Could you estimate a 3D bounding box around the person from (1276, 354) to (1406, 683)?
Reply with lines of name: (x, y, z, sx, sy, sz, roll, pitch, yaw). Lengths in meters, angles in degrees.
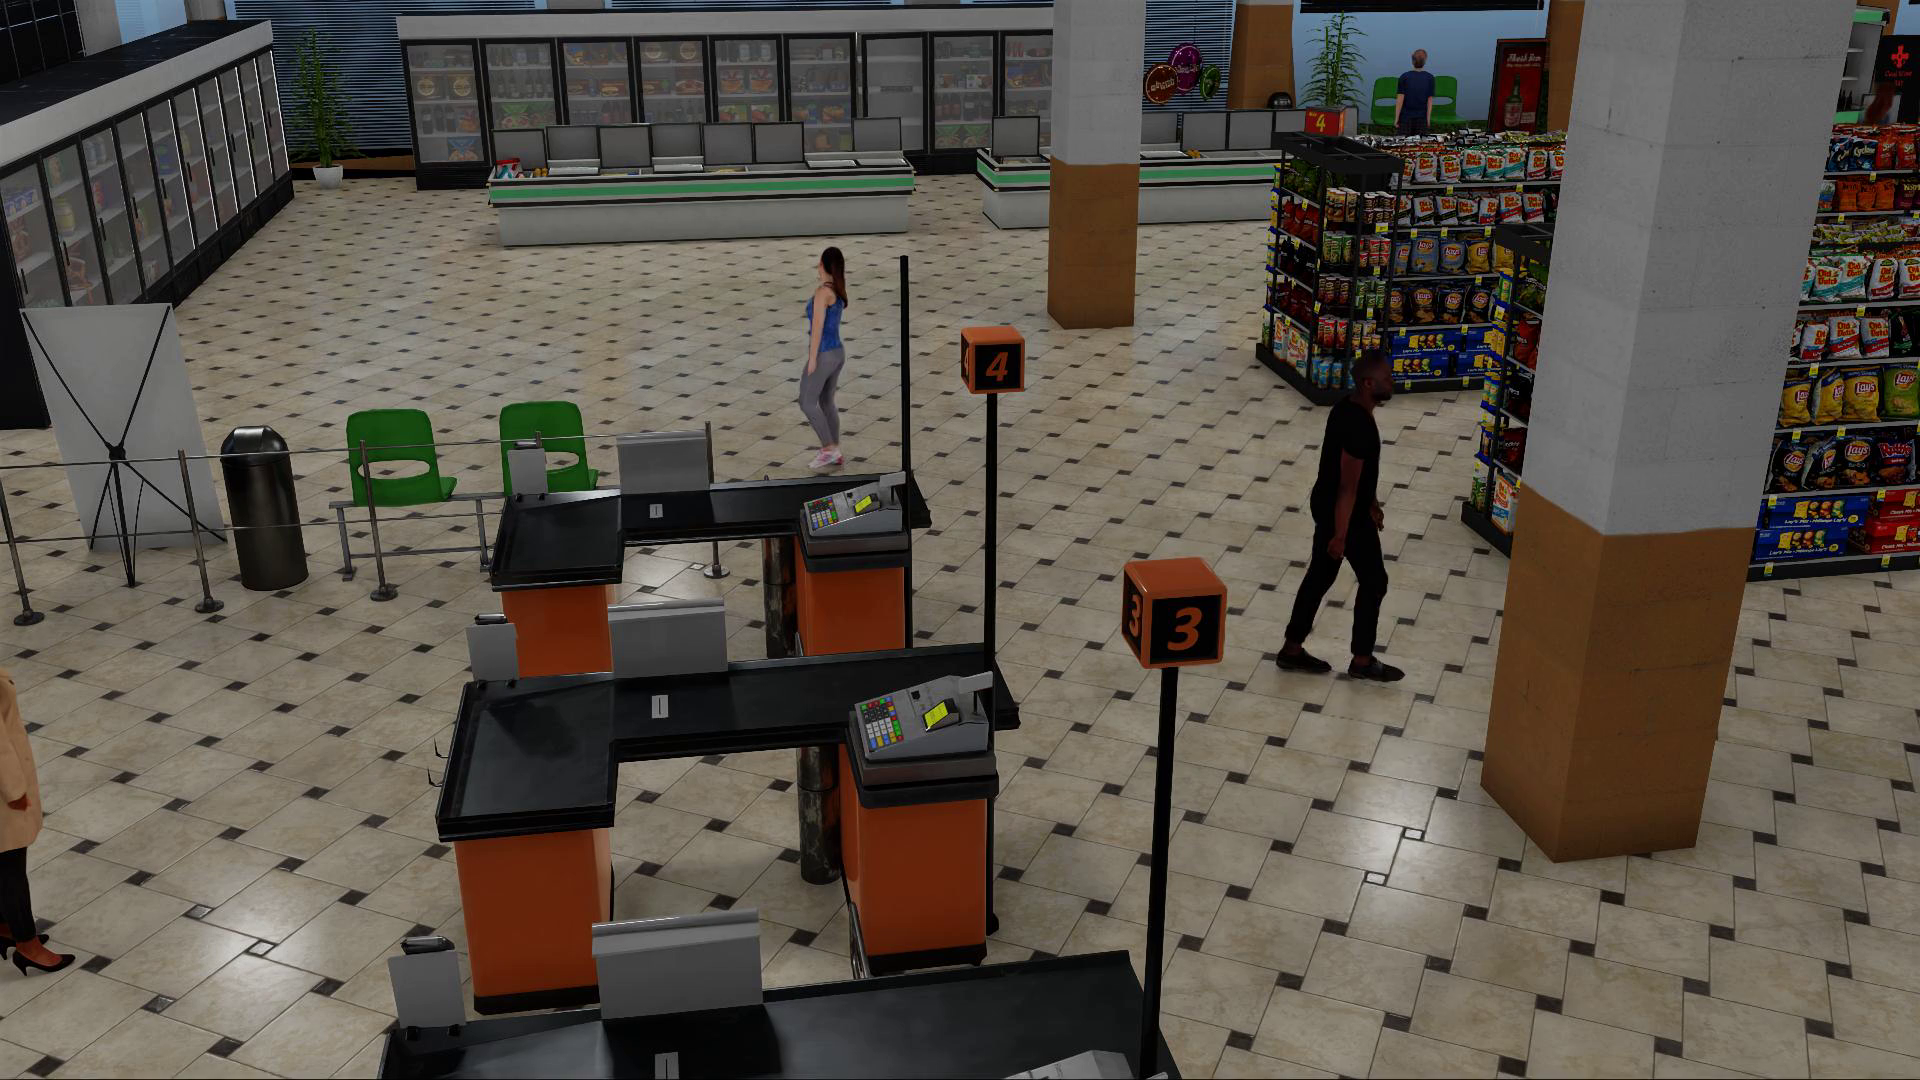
person: (1.928, -0.101, 8.782, 0.974, 1.793, 0.803, 1, 22, 3)

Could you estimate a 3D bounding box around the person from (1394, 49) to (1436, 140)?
person: (6.181, -5.727, 22.676, 0.572, 1.871, 0.774, 2, 22, 5)

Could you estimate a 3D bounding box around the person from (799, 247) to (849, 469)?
person: (-0.978, -1.302, 12.060, 0.767, 1.576, 0.785, 3, 22, 7)

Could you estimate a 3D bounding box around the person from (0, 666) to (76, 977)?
person: (-3.749, 0.913, 6.407, 0.715, 1.682, 0.737, 19, 29, 40)

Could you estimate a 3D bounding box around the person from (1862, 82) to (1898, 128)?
person: (11.304, -4.803, 20.606, 0.559, 1.700, 0.649, -7, 23, -18)
